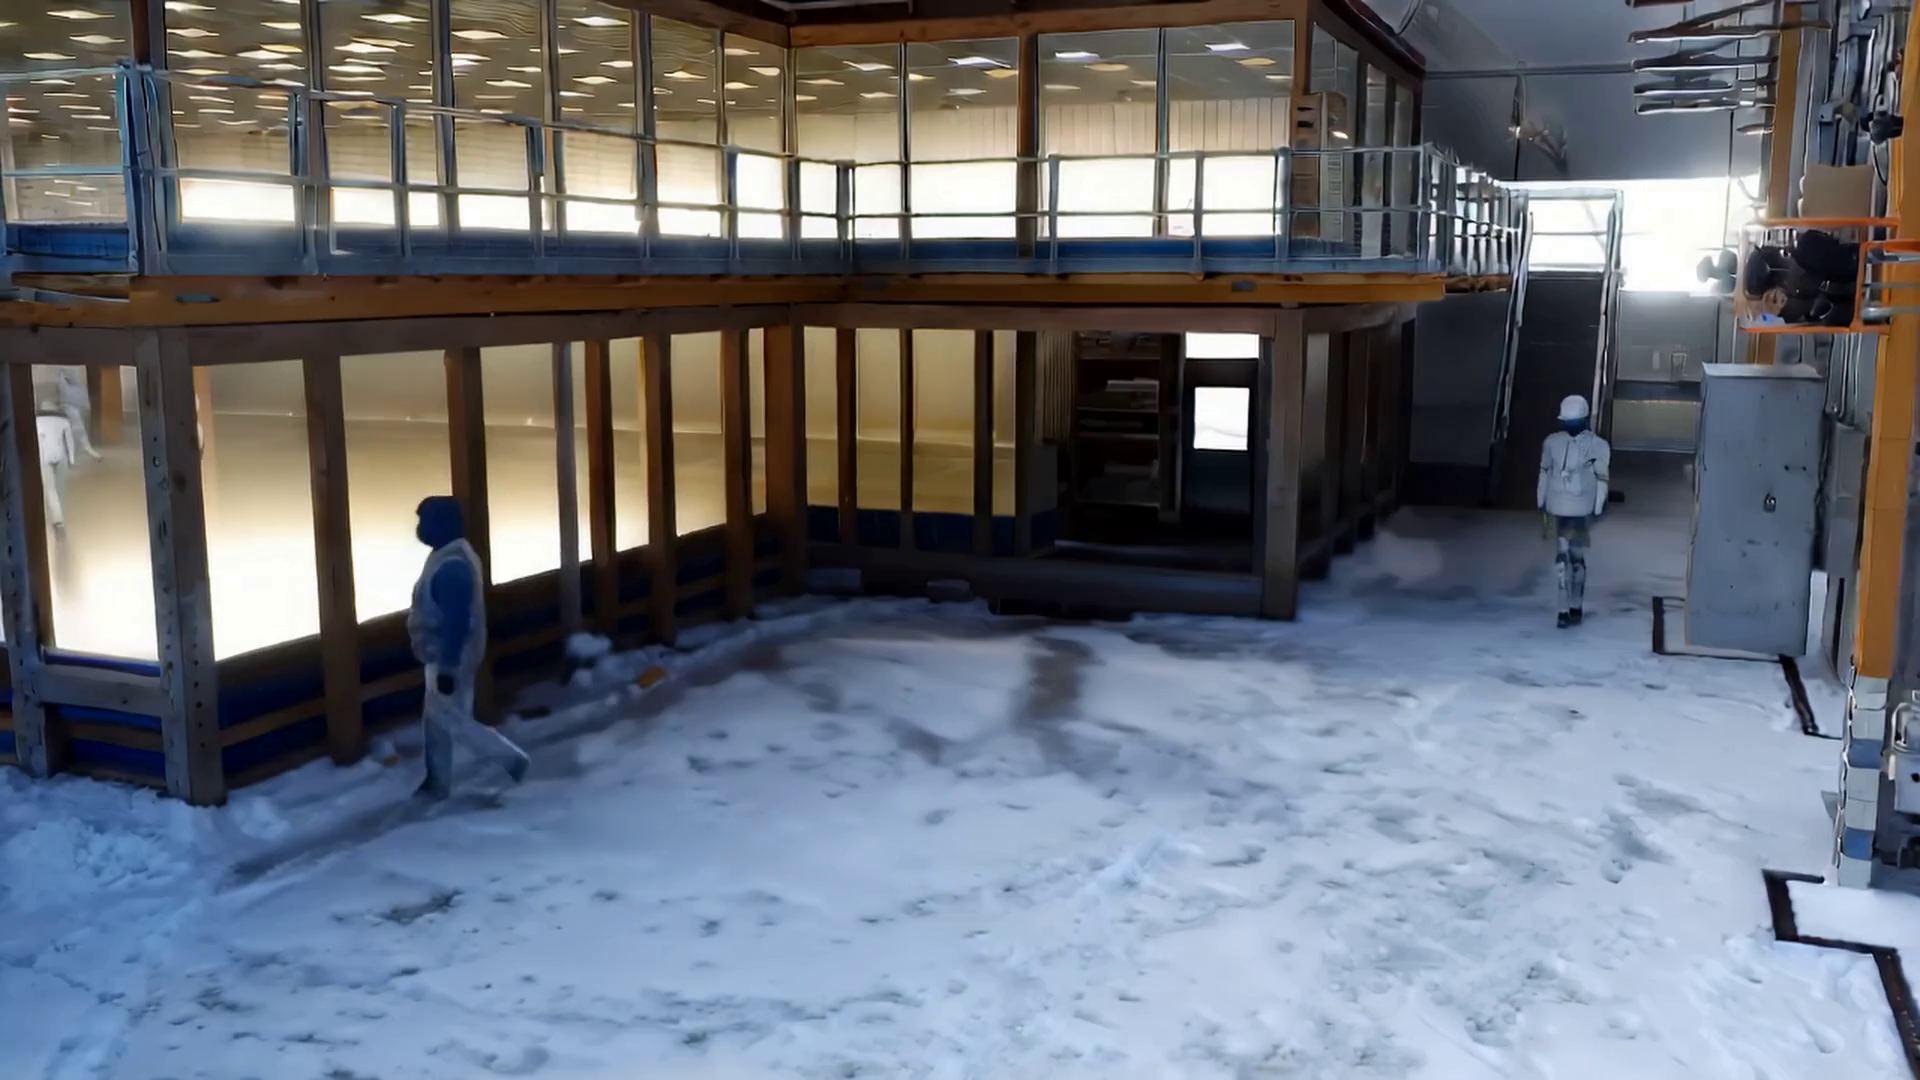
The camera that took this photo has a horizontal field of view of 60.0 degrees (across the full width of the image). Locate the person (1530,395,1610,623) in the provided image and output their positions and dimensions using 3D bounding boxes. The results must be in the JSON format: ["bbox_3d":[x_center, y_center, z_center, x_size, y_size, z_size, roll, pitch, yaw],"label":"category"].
[{"bbox_3d":[5.311,-0.272,14.493,0.608,1.988,0.387,8,12,41],"label":"person"}]

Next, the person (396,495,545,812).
[{"bbox_3d":[-2.782,0.648,9.341,0.746,1.825,0.631,-3,10,-17],"label":"person"}]
